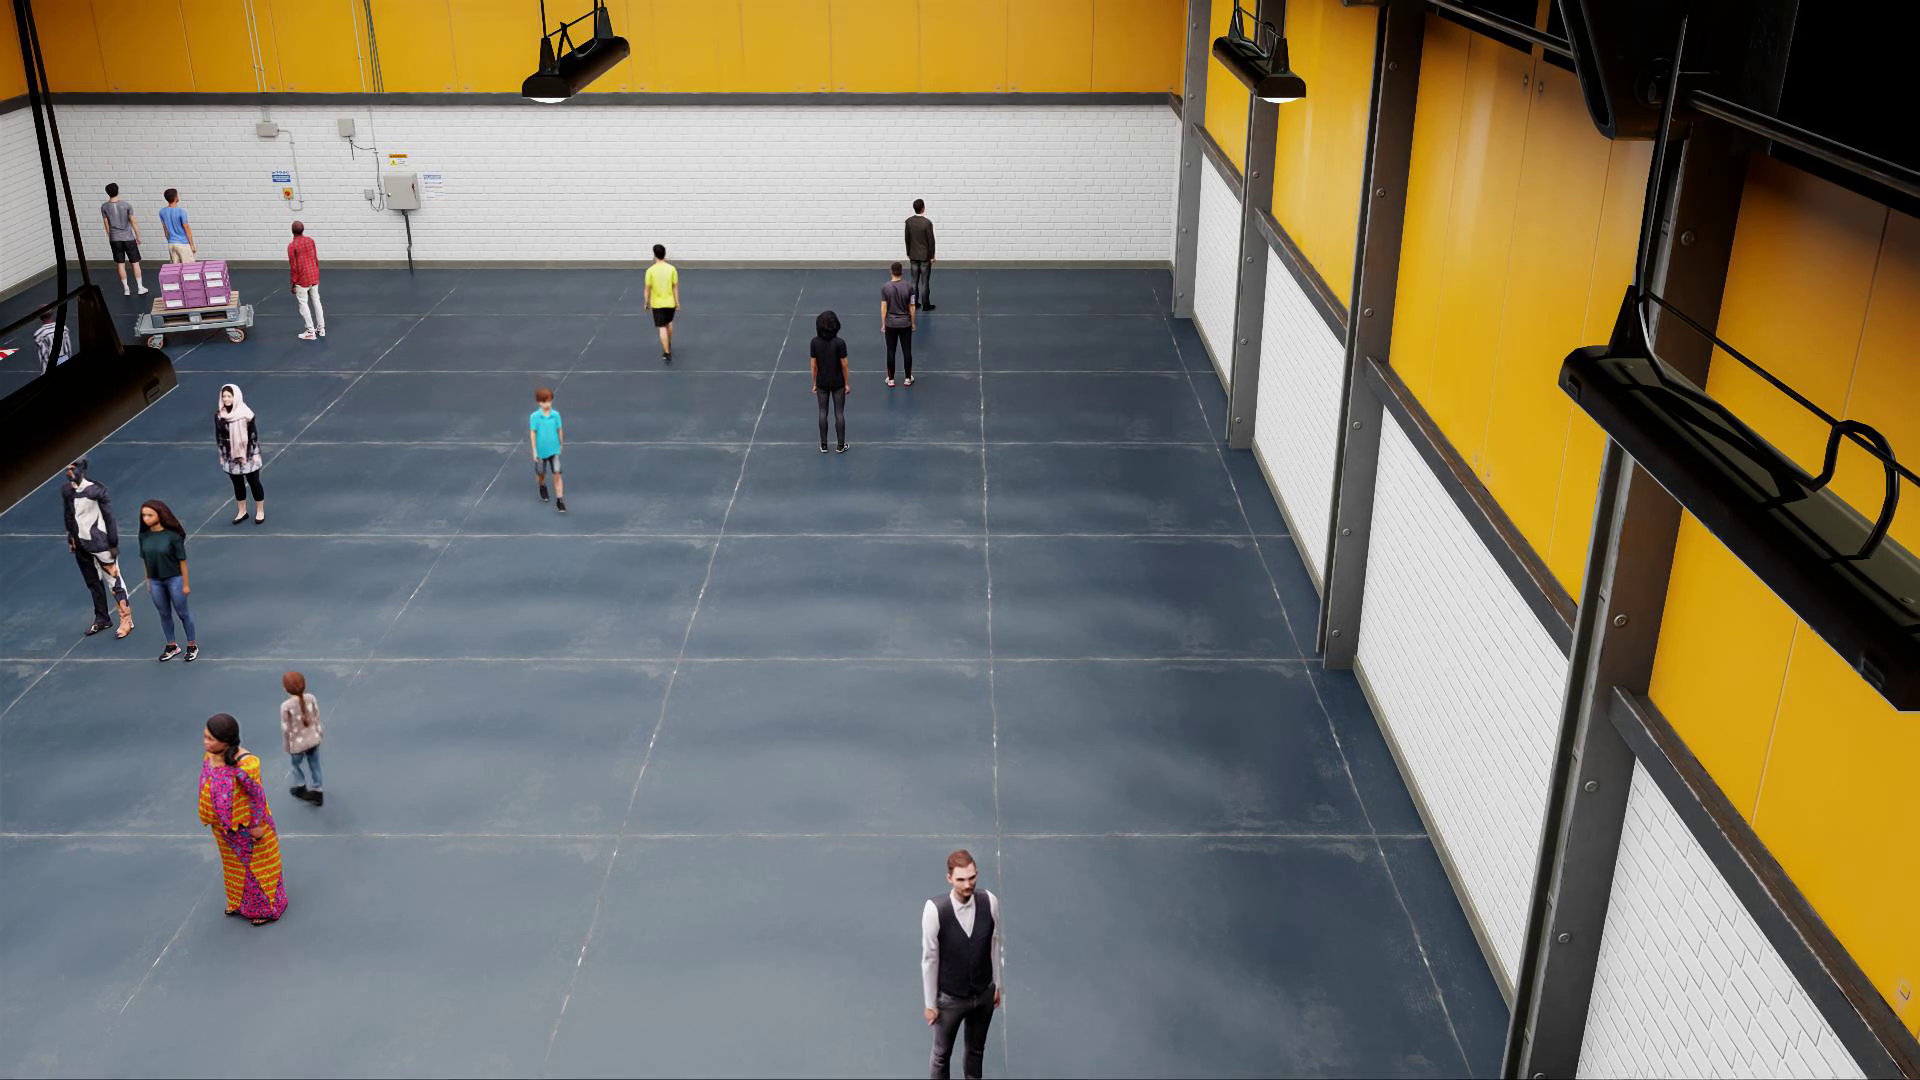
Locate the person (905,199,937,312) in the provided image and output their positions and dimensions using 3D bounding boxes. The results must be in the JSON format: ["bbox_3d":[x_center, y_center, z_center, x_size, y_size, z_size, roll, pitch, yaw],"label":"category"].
[{"bbox_3d":[-0.643,-4.627,26.937,0.753,1.804,0.717,11,26,24],"label":"person"}]

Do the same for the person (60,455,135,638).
[{"bbox_3d":[-8.416,0.032,16.170,0.739,1.891,0.662,5,24,11],"label":"person"}]

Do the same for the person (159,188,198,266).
[{"bbox_3d":[-12.846,-4.853,27.382,0.679,1.864,0.610,4,24,9],"label":"person"}]

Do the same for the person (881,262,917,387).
[{"bbox_3d":[-0.868,-3.029,23.333,0.643,1.764,0.562,-2,24,-4],"label":"person"}]

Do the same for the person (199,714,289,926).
[{"bbox_3d":[-5.200,1.983,11.970,0.769,1.682,0.803,12,27,26],"label":"person"}]

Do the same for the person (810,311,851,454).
[{"bbox_3d":[-1.630,-1.989,20.865,0.659,1.836,0.575,3,24,7],"label":"person"}]

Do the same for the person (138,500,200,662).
[{"bbox_3d":[-7.496,0.370,15.741,0.609,1.616,0.601,2,24,5],"label":"person"}]

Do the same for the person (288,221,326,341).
[{"bbox_3d":[-10.025,-4.003,25.491,0.816,1.820,0.705,14,27,28],"label":"person"}]

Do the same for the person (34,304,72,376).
[{"bbox_3d":[-11.522,-2.150,21.287,0.758,1.793,0.622,11,26,23],"label":"person"}]

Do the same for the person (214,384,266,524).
[{"bbox_3d":[-8.144,-0.988,18.821,0.618,1.638,0.608,-1,24,-1],"label":"person"}]

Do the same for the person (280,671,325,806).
[{"bbox_3d":[-5.276,1.619,13.418,0.641,1.188,0.701,-21,31,-40],"label":"person"}]

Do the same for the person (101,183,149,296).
[{"bbox_3d":[-13.984,-5.026,27.769,0.709,1.871,0.648,-6,24,-14],"label":"person"}]

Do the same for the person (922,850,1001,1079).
[{"bbox_3d":[0.011,2.696,10.017,0.741,1.939,0.710,-10,25,-21],"label":"person"}]

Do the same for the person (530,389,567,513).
[{"bbox_3d":[-4.803,-1.068,19.266,0.728,1.429,0.982,-8,25,-18],"label":"person"}]

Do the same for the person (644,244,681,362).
[{"bbox_3d":[-4.345,-3.454,24.432,0.938,1.662,1.191,-10,26,-22],"label":"person"}]
